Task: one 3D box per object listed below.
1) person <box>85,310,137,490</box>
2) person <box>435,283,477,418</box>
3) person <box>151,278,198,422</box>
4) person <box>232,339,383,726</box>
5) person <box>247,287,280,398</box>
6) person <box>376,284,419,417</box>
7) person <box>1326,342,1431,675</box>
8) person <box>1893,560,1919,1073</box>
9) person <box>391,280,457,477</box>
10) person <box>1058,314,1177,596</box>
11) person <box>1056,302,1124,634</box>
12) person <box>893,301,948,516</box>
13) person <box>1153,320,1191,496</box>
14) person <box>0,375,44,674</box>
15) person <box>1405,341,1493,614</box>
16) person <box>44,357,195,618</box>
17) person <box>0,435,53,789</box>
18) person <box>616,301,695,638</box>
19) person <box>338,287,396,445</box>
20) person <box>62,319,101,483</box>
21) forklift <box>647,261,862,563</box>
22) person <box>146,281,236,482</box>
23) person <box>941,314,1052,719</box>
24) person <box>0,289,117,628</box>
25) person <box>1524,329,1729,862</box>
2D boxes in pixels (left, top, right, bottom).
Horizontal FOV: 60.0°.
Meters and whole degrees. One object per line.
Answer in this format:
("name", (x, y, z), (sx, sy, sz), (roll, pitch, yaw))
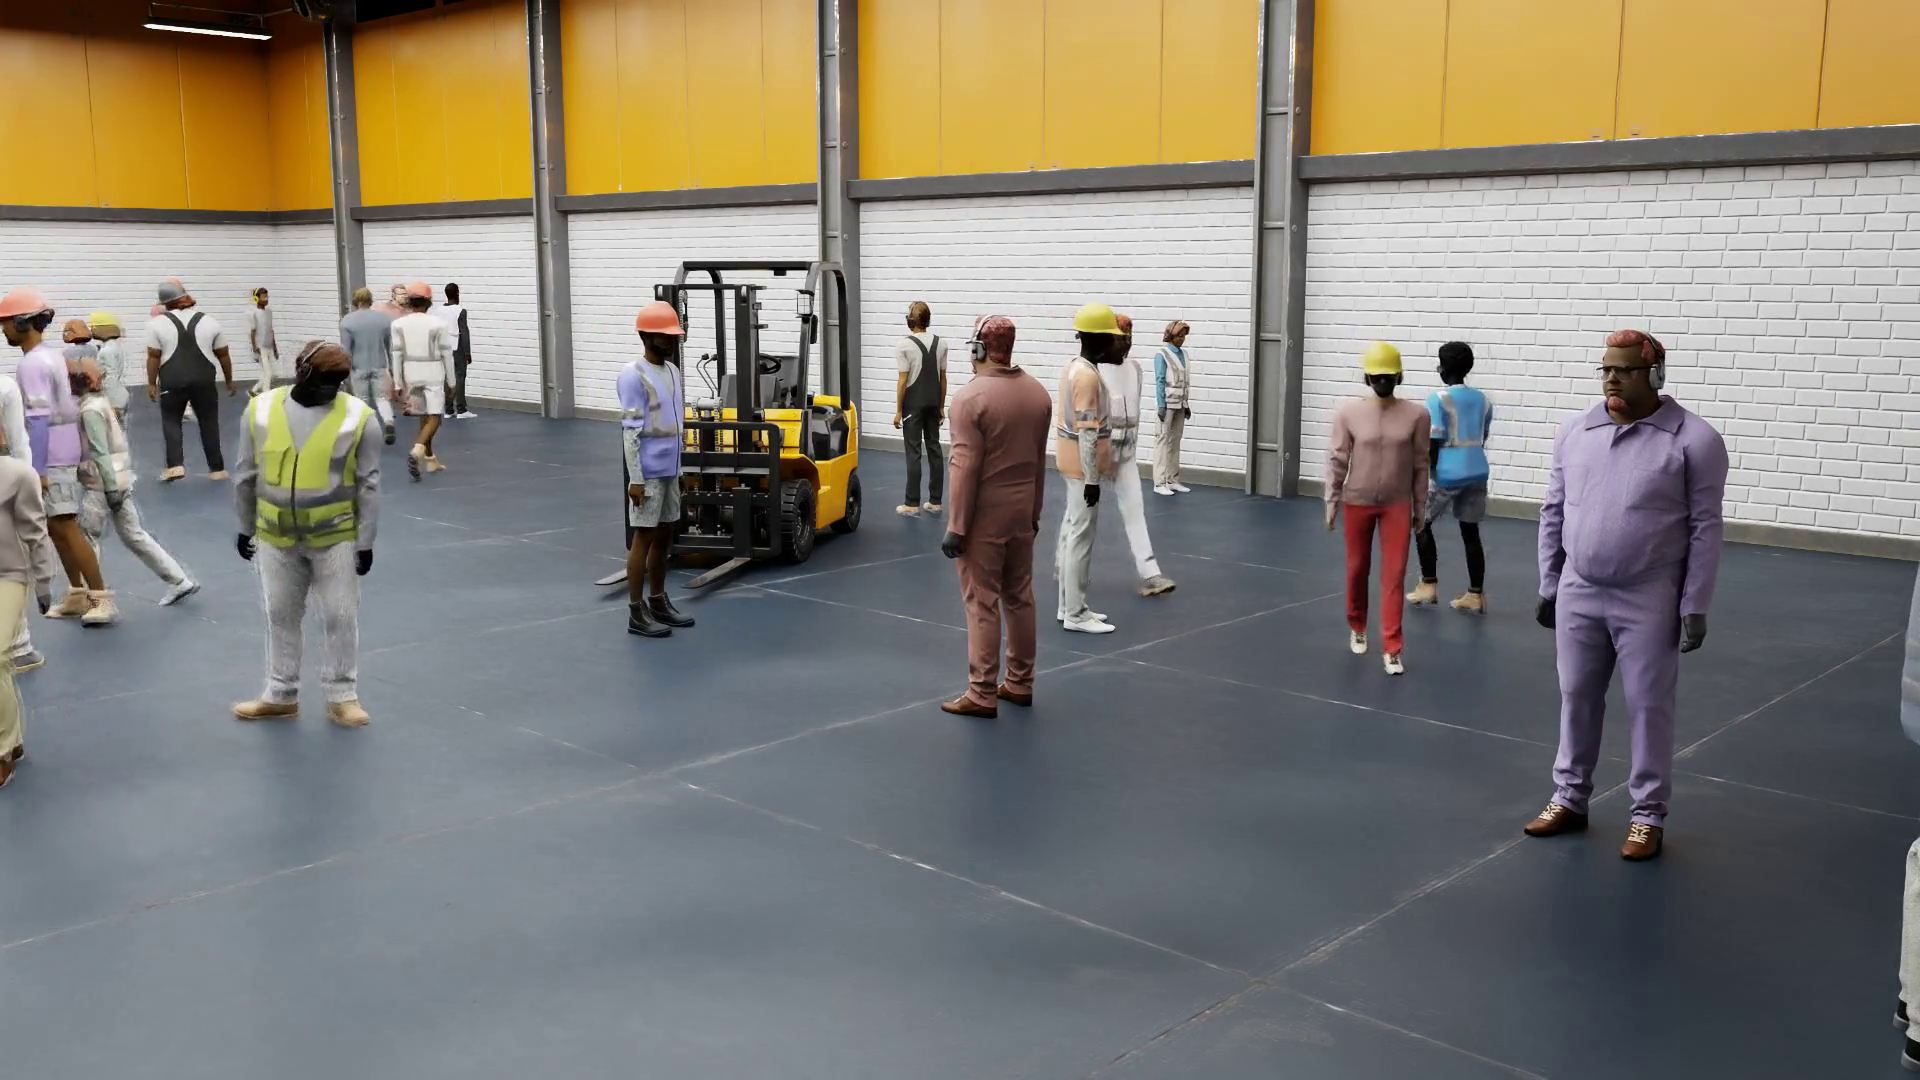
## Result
("person", (-8.073, -1.308, 15.778), (0.363, 1.730, 0.493), (-3, 10, -19))
("person", (-7.190, -2.686, 23.642), (0.596, 1.921, 0.381), (5, 11, 30))
("person", (-10.819, -2.608, 22.938), (0.376, 1.996, 0.612), (5, 11, 29))
("person", (-3.054, -0.012, 7.650), (0.776, 1.810, 0.433), (0, 9, -3))
("person", (-10.508, -2.879, 25.050), (0.538, 1.853, 0.537), (2, 9, 12))
("person", (-8.025, -2.709, 23.847), (0.676, 1.900, 0.396), (-8, 12, -42))
("person", (2.243, -0.195, 8.937), (0.542, 1.738, 0.740), (2, 9, 9))
("person", (2.695, 0.507, 4.373), (0.403, 1.823, 0.586), (5, 11, 28))
("person", (-5.480, -1.634, 16.928), (0.613, 2.021, 0.918), (1, 9, 7))
("person", (0.991, -0.557, 10.887), (0.606, 1.824, 1.015), (-7, 11, -36))
("person", (0.758, -0.423, 9.755), (0.382, 1.924, 0.594), (0, 9, -2))
("person", (-0.344, -1.128, 14.327), (0.506, 1.847, 0.345), (-6, 11, -34))
("person", (2.000, -1.247, 15.685), (0.309, 1.640, 0.513), (7, 12, 38))
("person", (-5.125, -0.221, 8.650), (0.573, 1.883, 0.355), (-3, 10, -16))
("person", (3.025, -0.385, 10.287), (0.594, 1.669, 0.590), (-5, 11, -29))
("person", (-5.200, -0.339, 10.228), (0.822, 1.596, 0.518), (-3, 10, -20))
("person", (-4.050, 0.218, 6.810), (0.517, 1.608, 0.683), (0, 9, 0))
("person", (-1.740, -0.412, 9.658), (0.375, 1.935, 0.551), (3, 10, 20))
("person", (-6.904, -2.004, 19.491), (0.655, 1.918, 0.629), (-7, 12, -37))
("person", (-8.722, -1.381, 16.550), (0.290, 1.627, 0.504), (2, 9, 11))
("forklift", (-1.552, -1.040, 12.721), (1.214, 2.155, 2.313), (2, 9, 11))
("person", (-7.651, -1.596, 16.597), (0.839, 2.000, 0.607), (-5, 11, -30))
("person", (0.145, -0.113, 7.917), (0.409, 1.906, 0.652), (8, 12, 41))
("person", (-5.388, -0.477, 9.904), (0.590, 2.005, 0.755), (-4, 10, -23))
("person", (2.386, 0.194, 6.031), (0.406, 1.906, 0.654), (-9, 13, -43))
